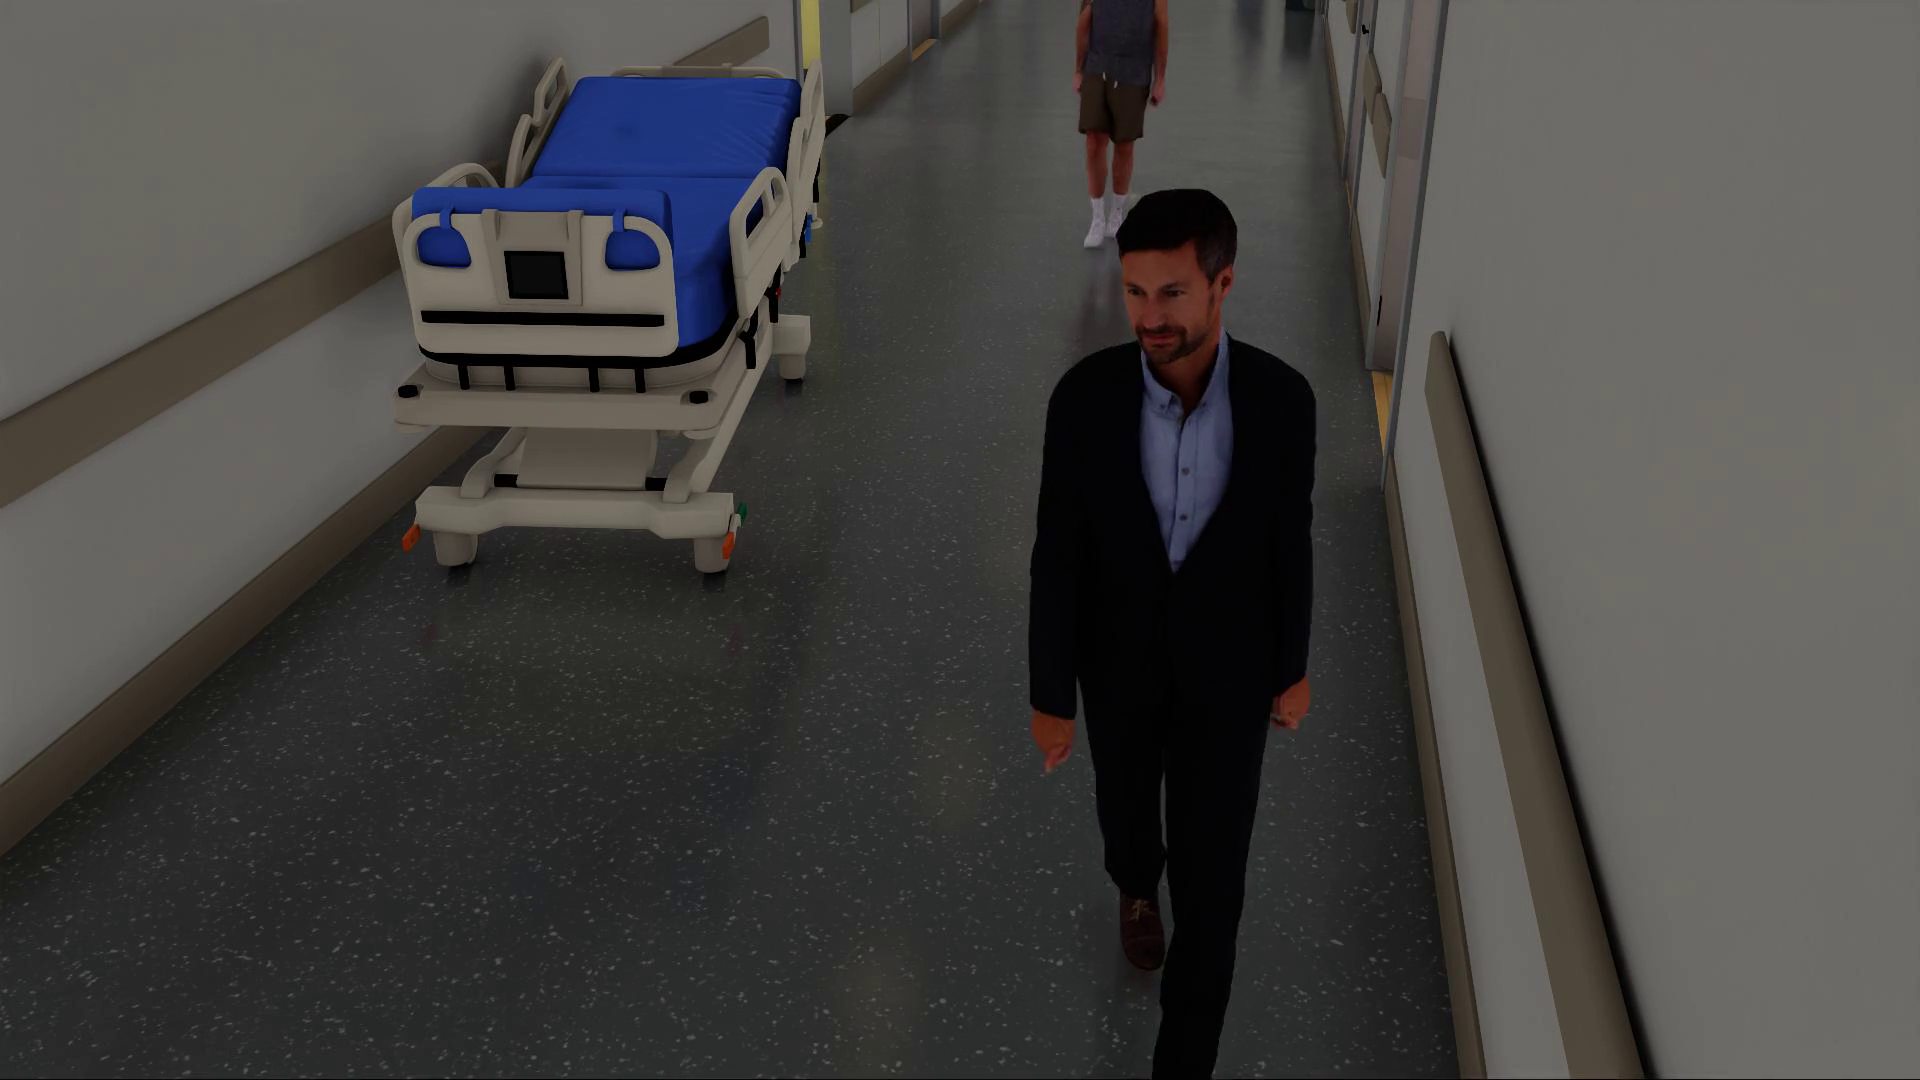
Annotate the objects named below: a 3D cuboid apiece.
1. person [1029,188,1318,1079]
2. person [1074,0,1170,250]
[{"bbox_3d":[0.408,0.221,3.169,1.190,1.801,0.726,2,26,5],"label":"person"},{"bbox_3d":[0.838,-2.499,8.850,0.721,1.823,0.736,2,26,5],"label":"person"}]
